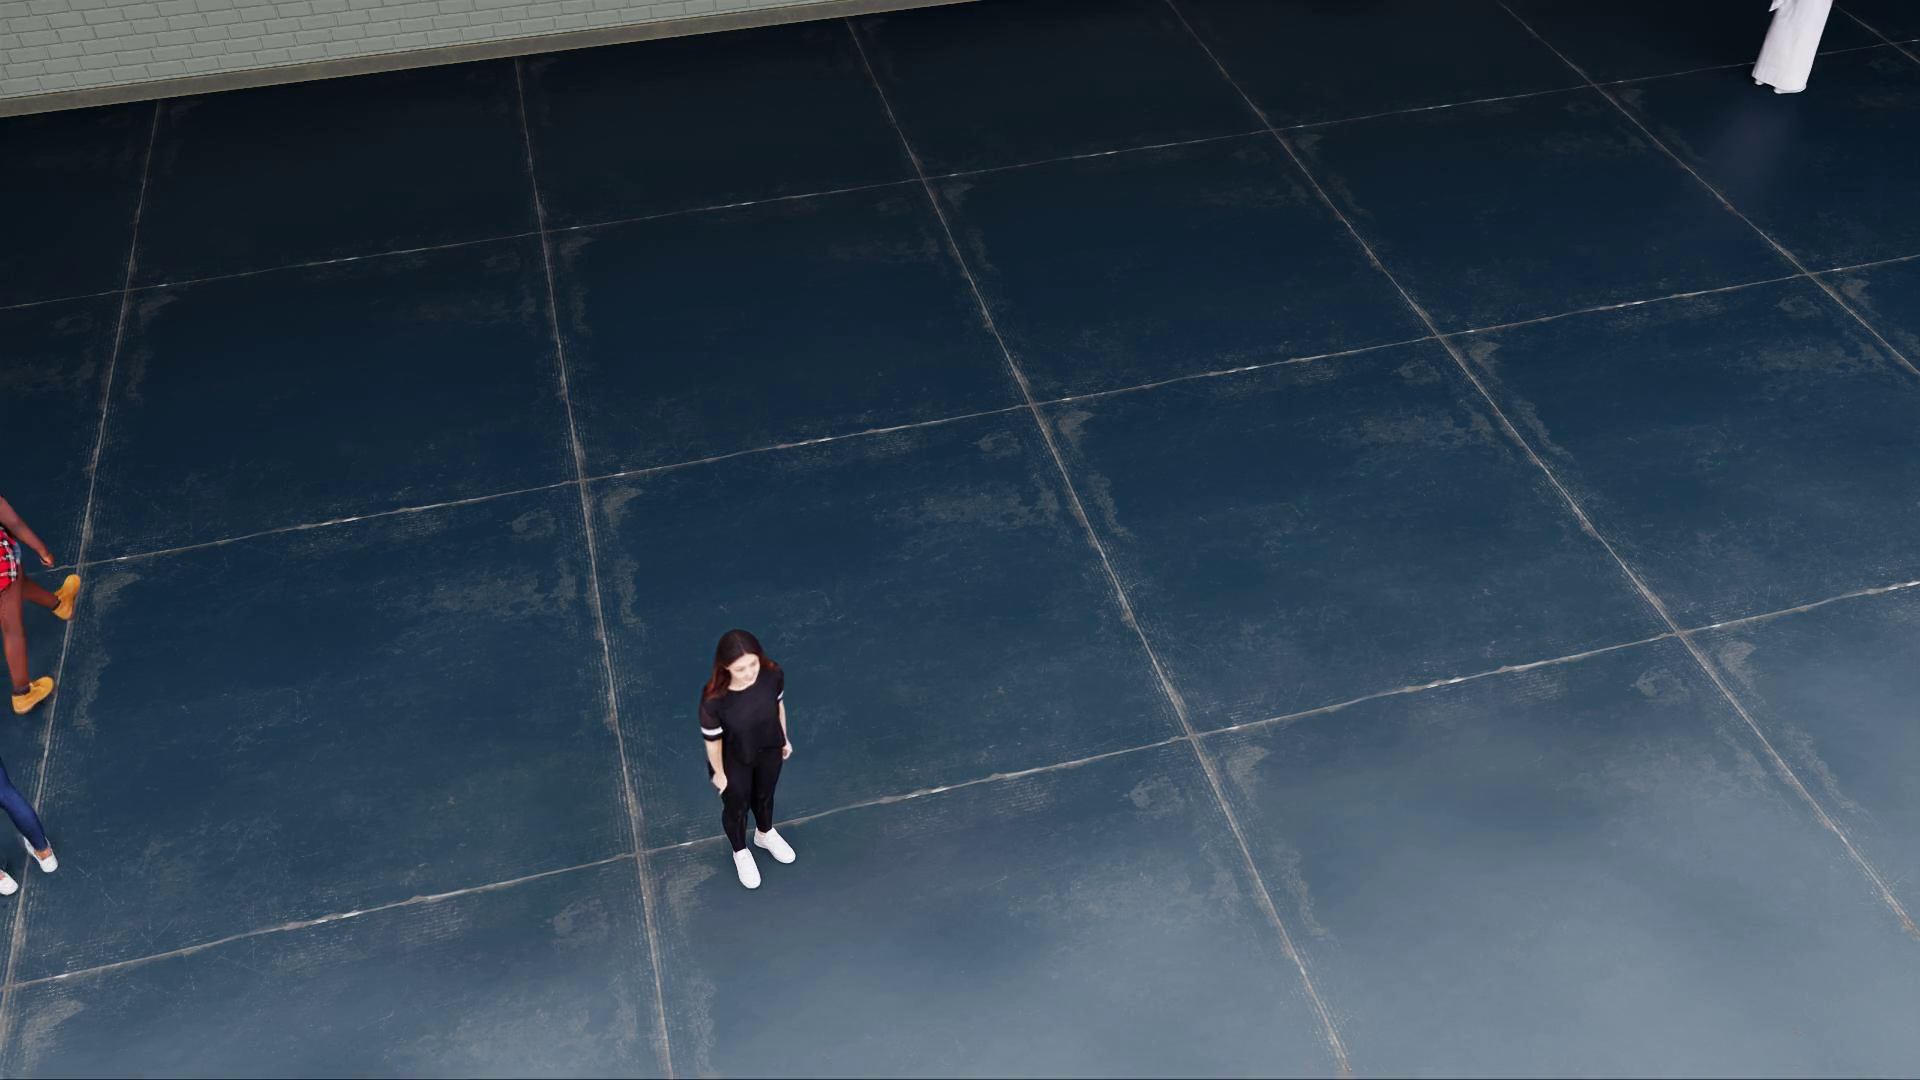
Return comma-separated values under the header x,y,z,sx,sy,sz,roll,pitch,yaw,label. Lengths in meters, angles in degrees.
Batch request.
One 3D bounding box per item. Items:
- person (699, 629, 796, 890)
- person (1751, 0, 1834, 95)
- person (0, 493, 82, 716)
x,y,z,sx,sy,sz,roll,pitch,yaw,label
-1.004,1.010,7.905,0.694,1.638,0.708,-28,50,-27,person
7.040,-4.647,13.752,0.817,1.927,0.685,-24,48,-23,person
-5.127,0.195,8.751,0.910,1.674,1.259,4,43,4,person
